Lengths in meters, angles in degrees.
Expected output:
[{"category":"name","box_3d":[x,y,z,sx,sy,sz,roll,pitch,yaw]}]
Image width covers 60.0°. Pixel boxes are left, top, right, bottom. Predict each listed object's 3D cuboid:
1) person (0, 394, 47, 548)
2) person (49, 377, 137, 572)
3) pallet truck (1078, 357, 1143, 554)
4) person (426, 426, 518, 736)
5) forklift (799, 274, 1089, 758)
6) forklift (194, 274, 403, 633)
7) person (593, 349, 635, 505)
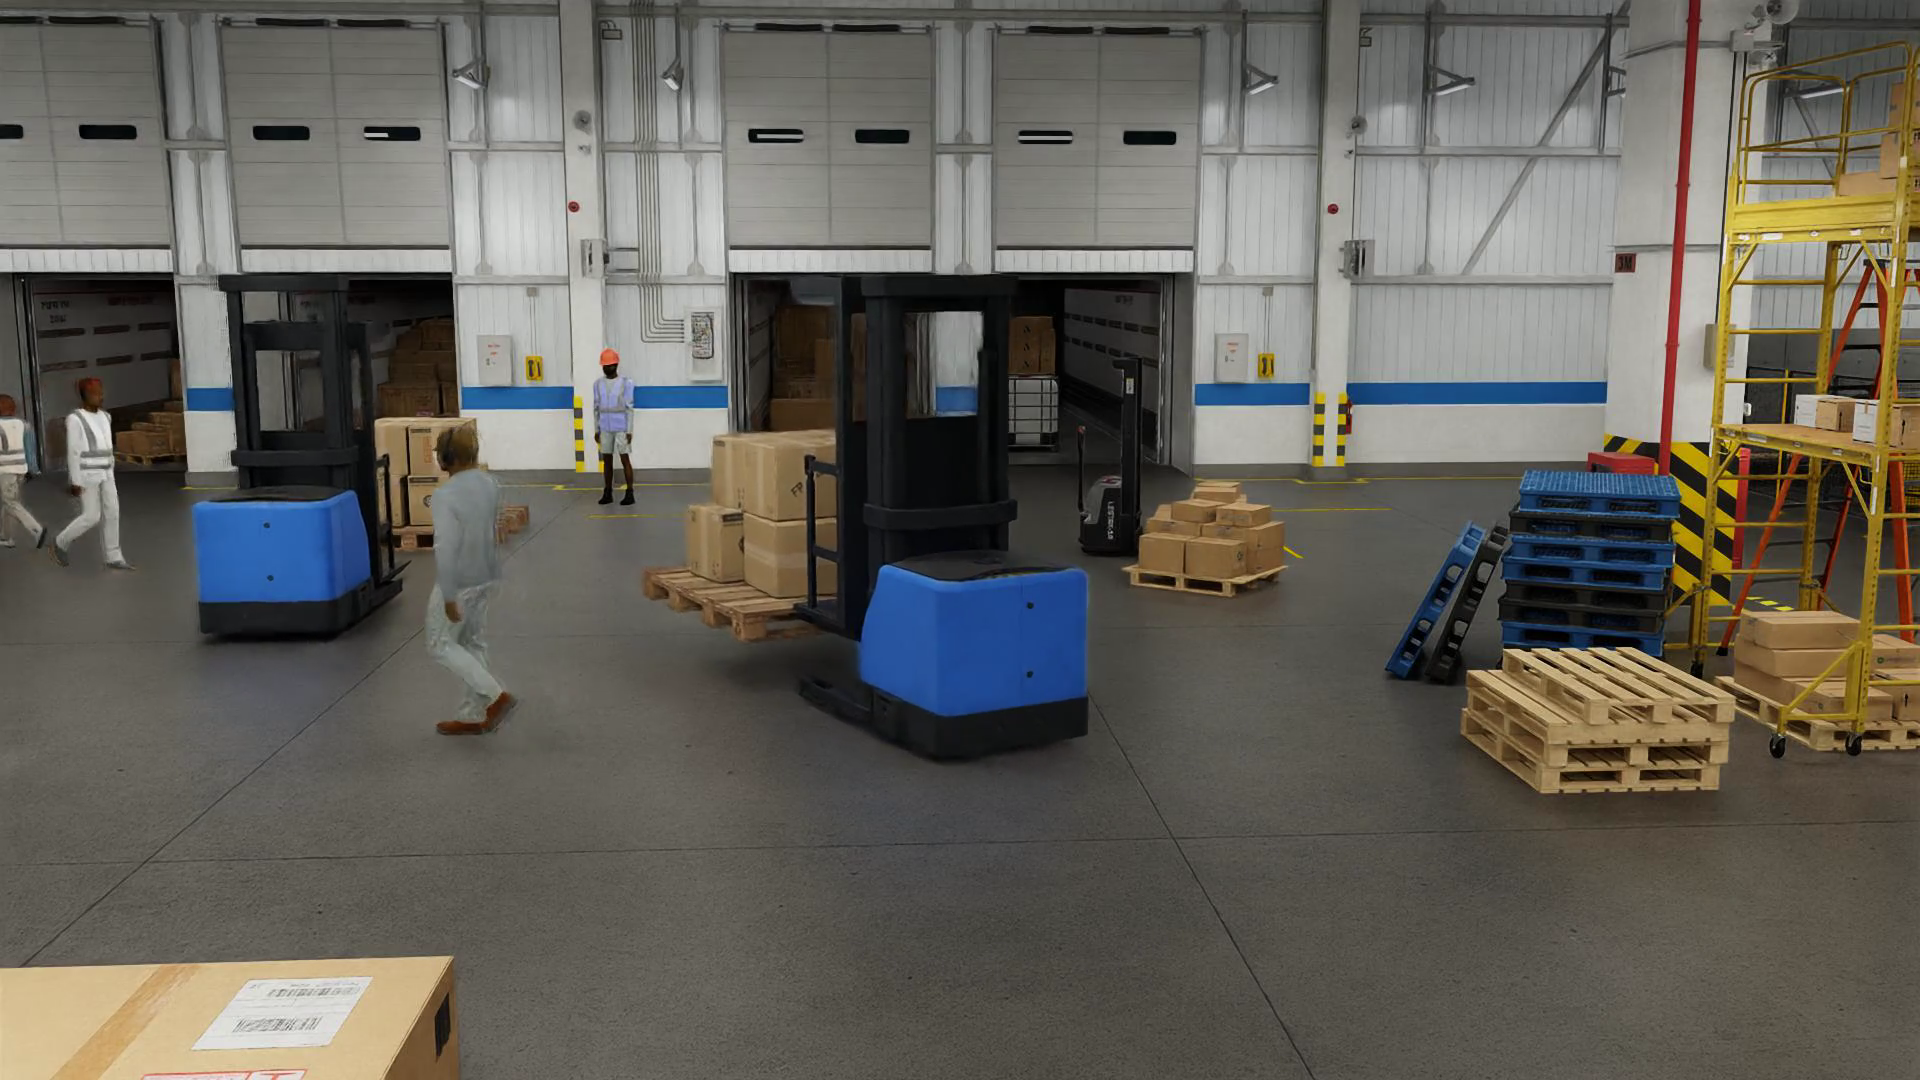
[{"category":"person","box_3d":[-9.720,-0.699,17.086,0.708,1.615,0.525,2,9,13]},{"category":"person","box_3d":[-8.253,-0.608,15.750,0.698,1.867,0.588,1,9,7]},{"category":"pallet truck","box_3d":[2.088,-0.836,16.757,1.885,1.965,0.823,2,9,13]},{"category":"person","box_3d":[-2.951,0.271,10.046,0.530,1.923,0.632,3,9,17]},{"category":"forklift","box_3d":[-0.112,-0.244,10.281,1.129,2.768,1.873,-5,10,-30]},{"category":"forklift","box_3d":[-5.405,-0.759,13.512,1.129,2.768,1.873,-1,9,-4]},{"category":"person","box_3d":[-4.260,-1.379,20.406,0.542,1.929,0.395,3,9,16]}]
